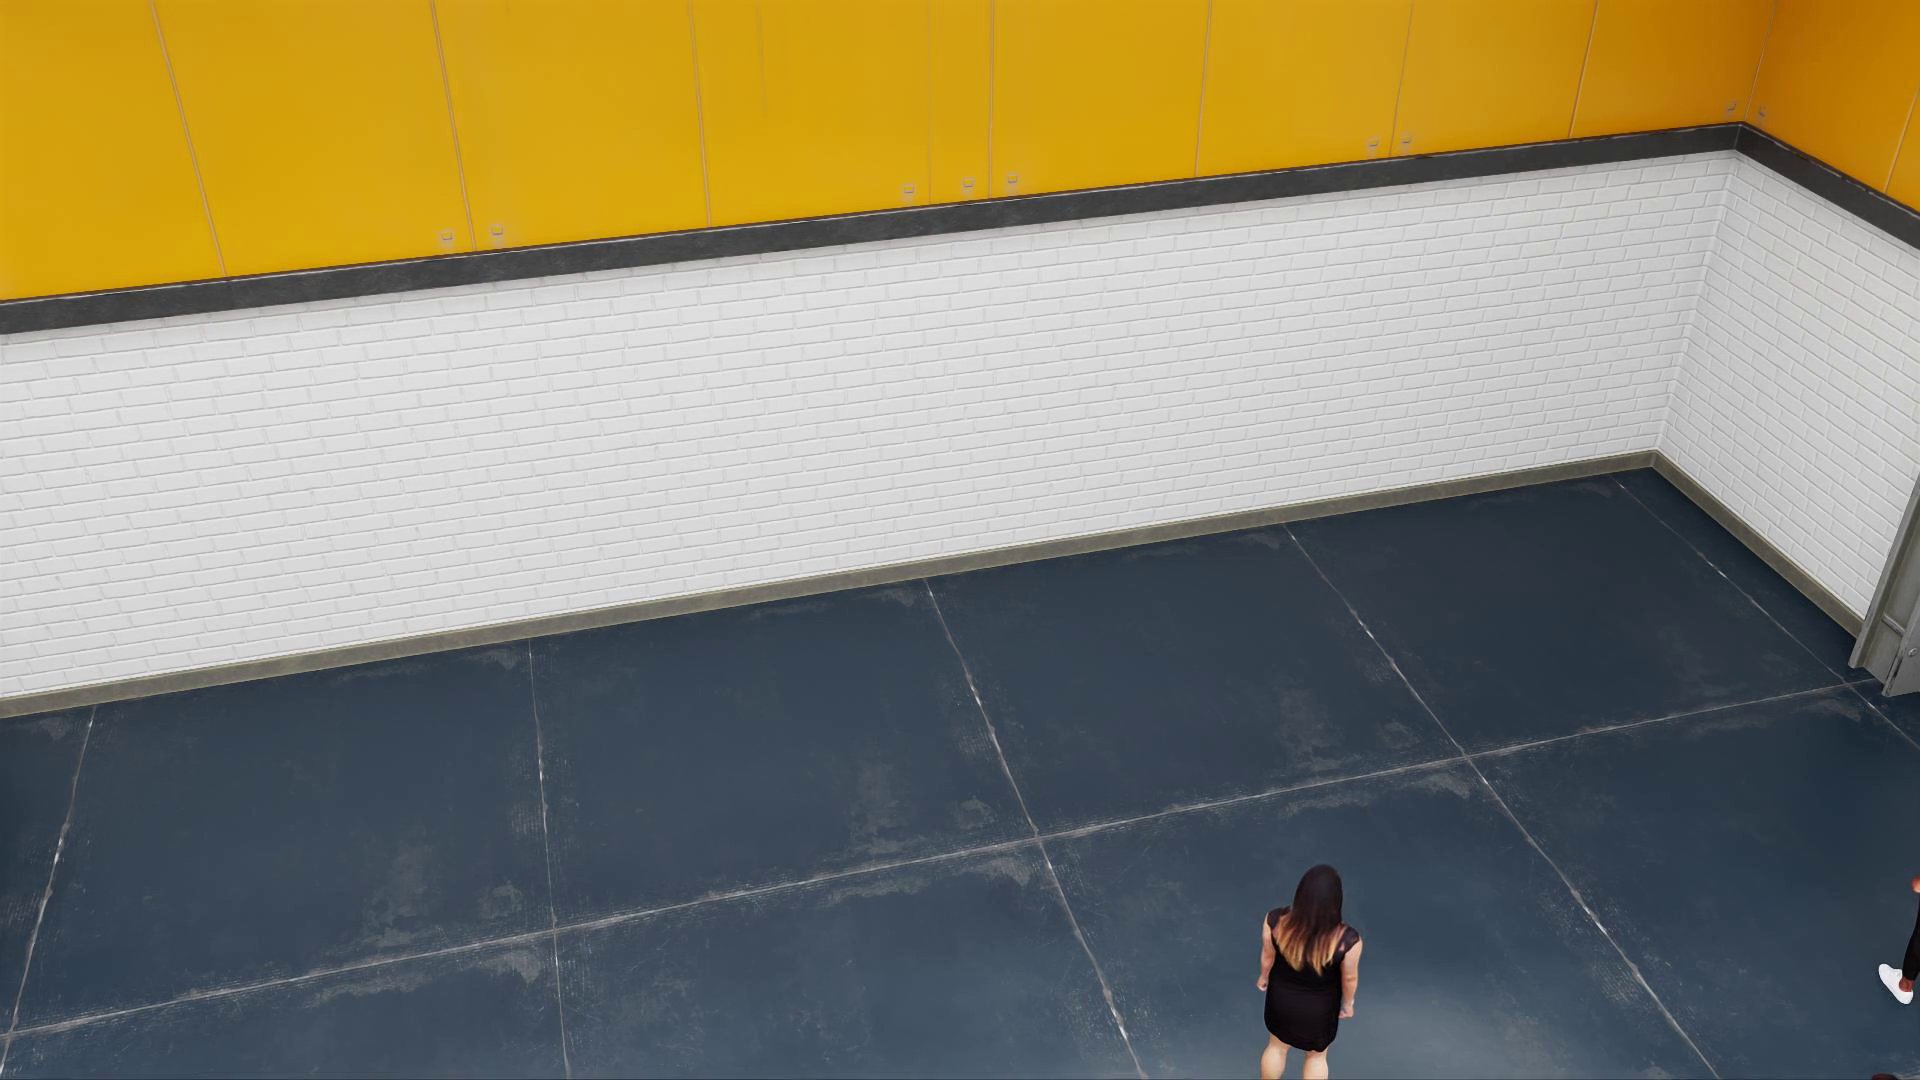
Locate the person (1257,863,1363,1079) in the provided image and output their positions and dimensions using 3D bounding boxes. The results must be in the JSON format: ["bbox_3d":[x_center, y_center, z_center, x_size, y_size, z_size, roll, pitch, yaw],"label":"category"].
[{"bbox_3d":[1.722,2.291,8.314,0.753,1.718,0.788,12,36,18],"label":"person"}]
